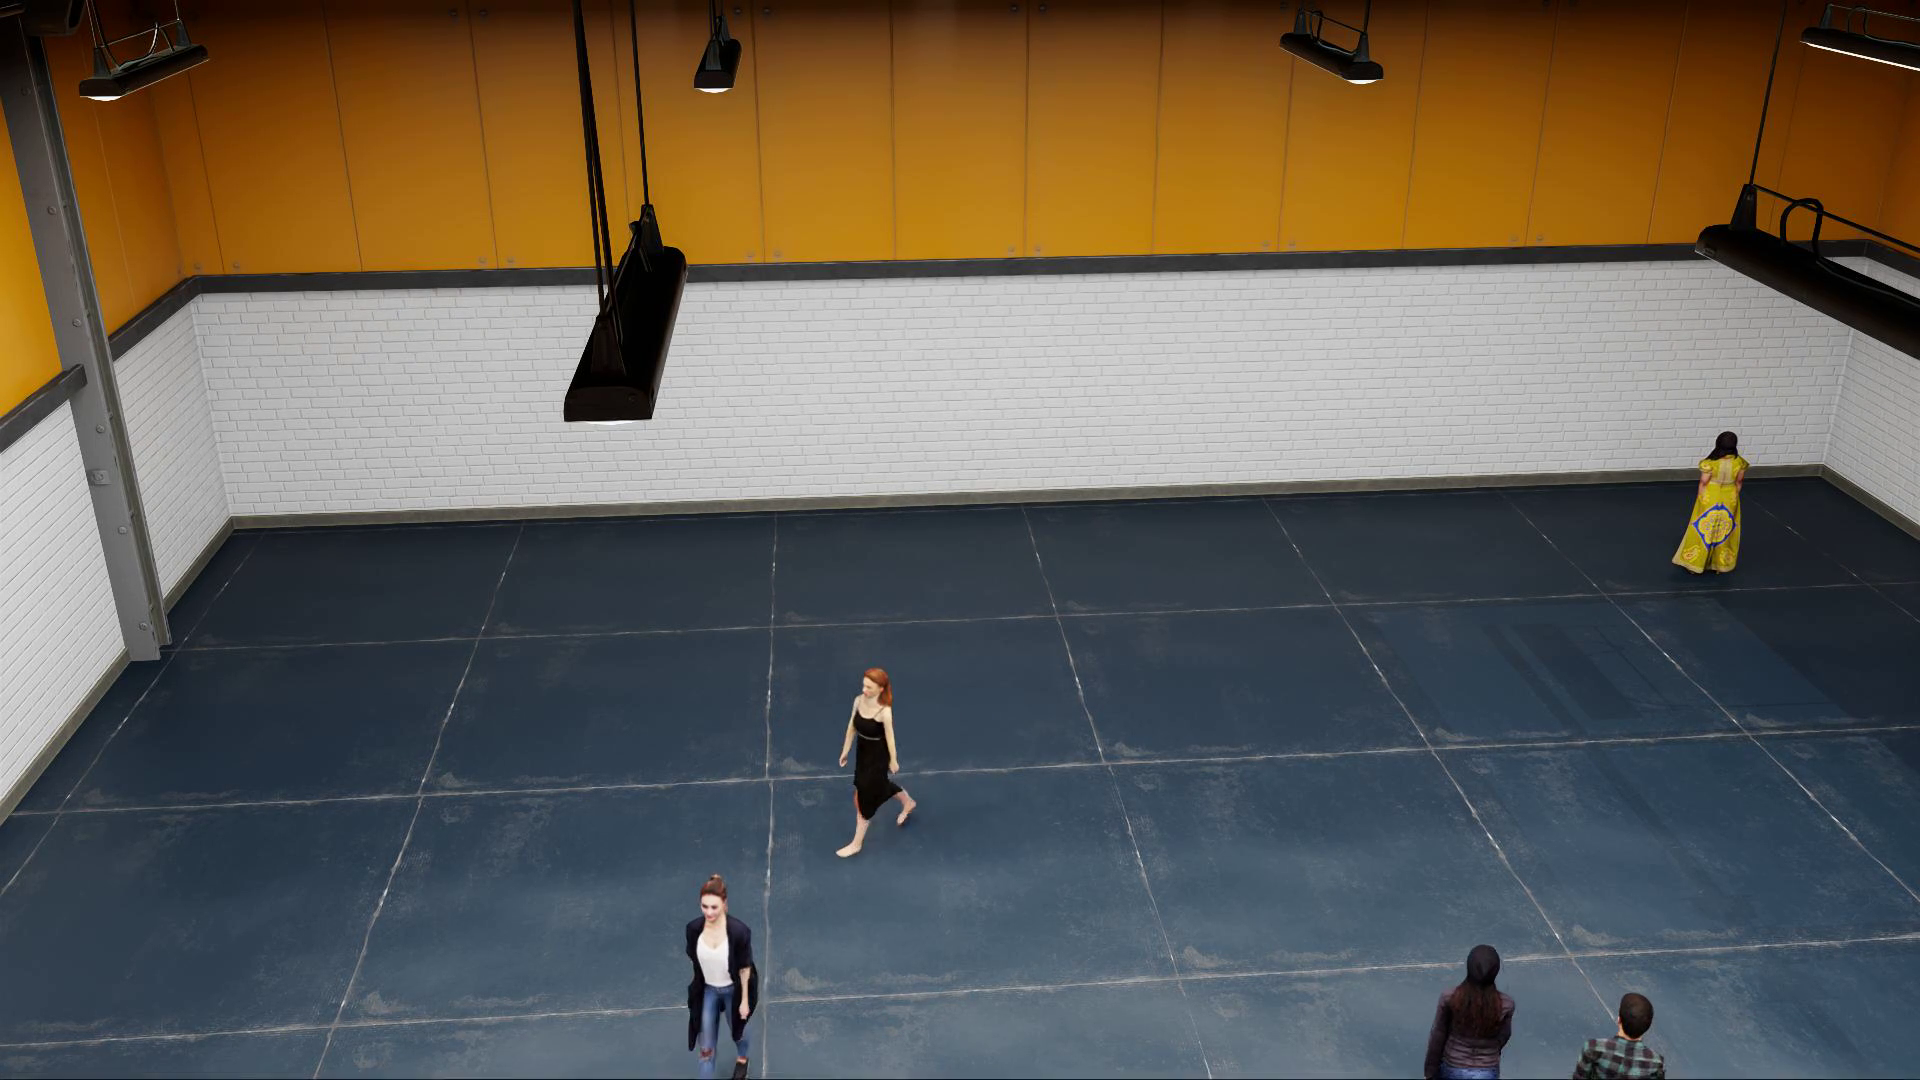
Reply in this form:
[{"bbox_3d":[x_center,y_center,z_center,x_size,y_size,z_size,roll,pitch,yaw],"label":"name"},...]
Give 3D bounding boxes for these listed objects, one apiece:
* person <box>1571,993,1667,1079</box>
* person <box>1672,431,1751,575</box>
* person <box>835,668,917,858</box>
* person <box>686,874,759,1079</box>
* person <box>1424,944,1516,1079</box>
[{"bbox_3d":[3.787,3.431,9.746,0.824,1.698,0.965,5,24,11],"label":"person"},{"bbox_3d":[8.321,-0.413,18.283,0.882,1.661,0.806,1,24,2],"label":"person"},{"bbox_3d":[-0.619,1.733,13.468,1.022,1.586,1.102,-18,30,-36],"label":"person"},{"bbox_3d":[-1.501,2.866,10.789,0.756,1.655,0.983,4,24,8],"label":"person"},{"bbox_3d":[3.019,3.239,9.872,0.877,1.705,1.181,6,24,13],"label":"person"}]
